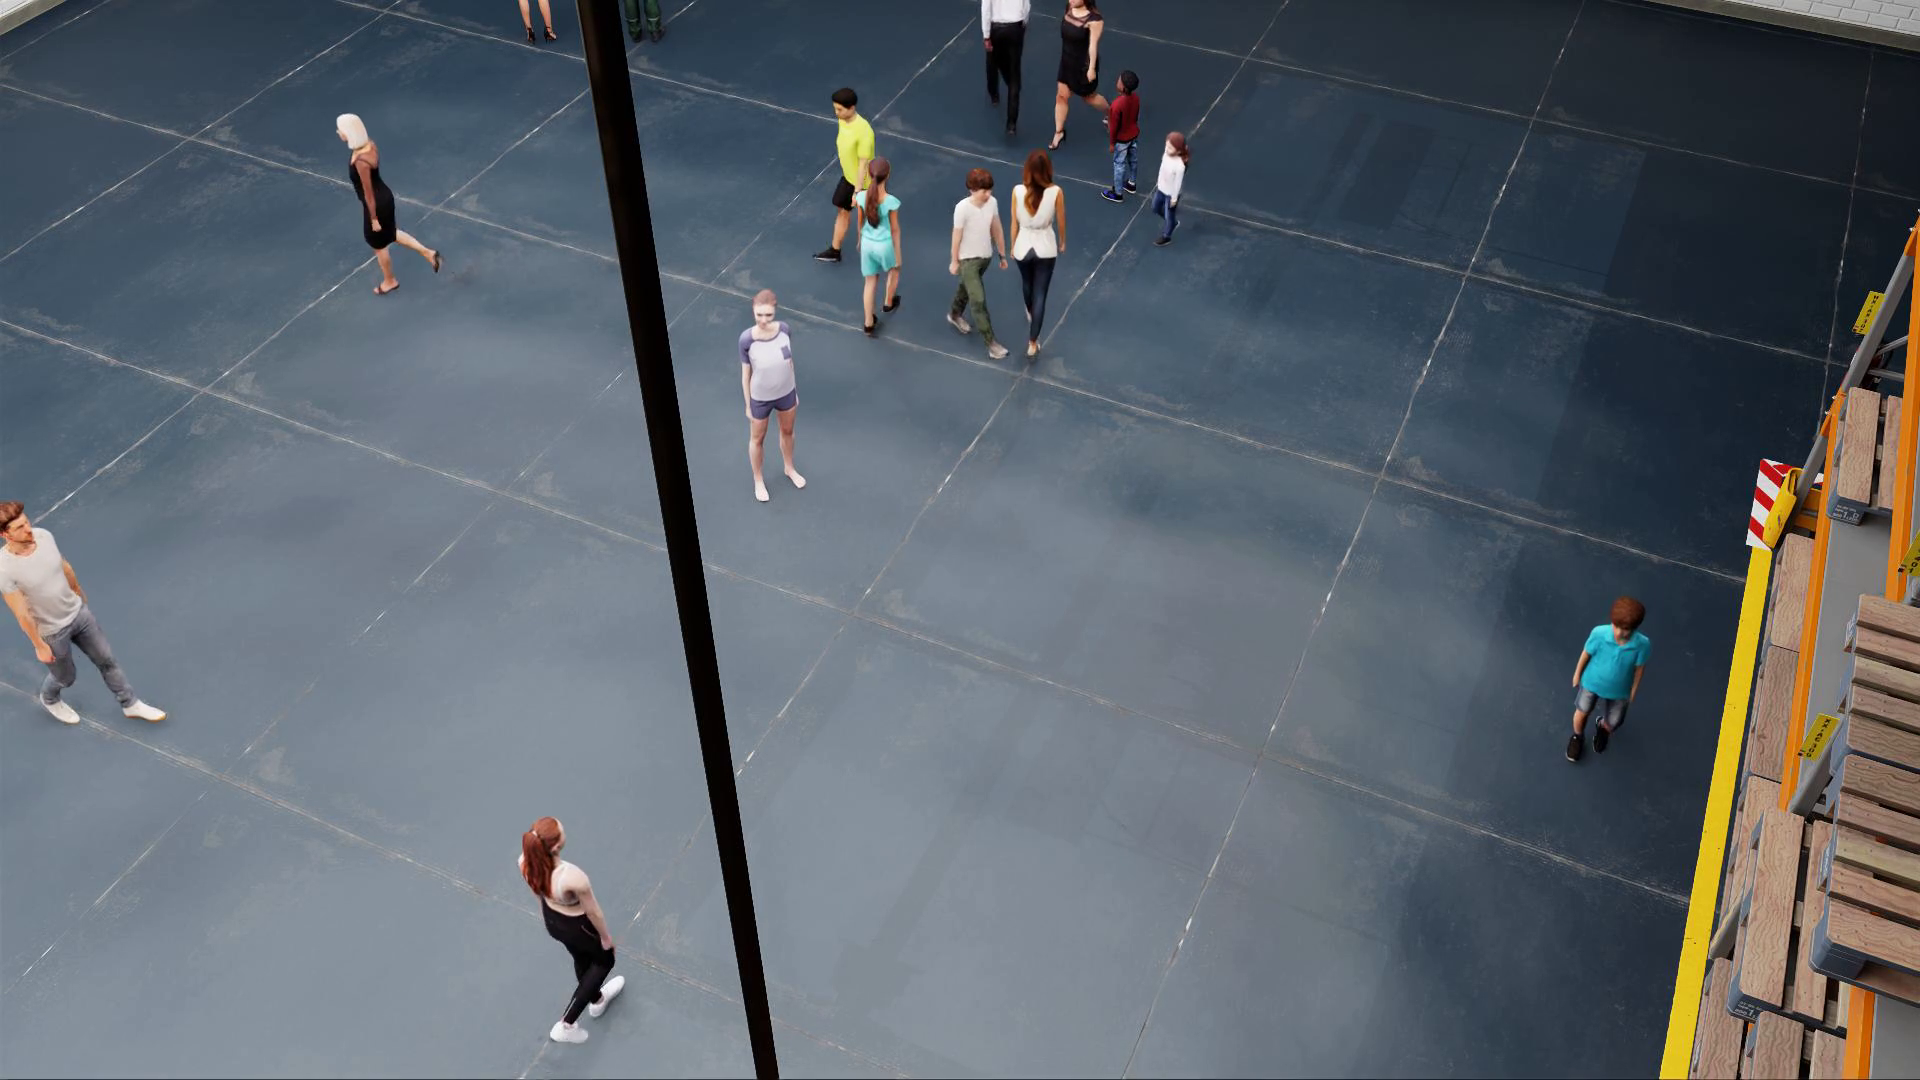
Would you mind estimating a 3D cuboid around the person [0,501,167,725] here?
[{"bbox_3d":[-5.688,0.498,10.365,0.799,1.884,0.977,13,45,13],"label":"person"}]

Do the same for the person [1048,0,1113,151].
[{"bbox_3d":[1.200,-4.515,15.769,1.147,1.689,0.965,-28,50,-26],"label":"person"}]

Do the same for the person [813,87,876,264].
[{"bbox_3d":[-0.799,-3.176,14.391,1.190,1.651,0.965,-31,52,-29],"label":"person"}]

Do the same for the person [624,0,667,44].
[{"bbox_3d":[-3.404,-6.083,17.306,0.775,1.839,0.767,0,44,0],"label":"person"}]

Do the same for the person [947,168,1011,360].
[{"bbox_3d":[0.067,-2.317,13.514,1.119,1.616,0.978,-28,50,-26],"label":"person"}]

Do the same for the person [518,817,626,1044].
[{"bbox_3d":[-2.092,2.106,8.786,0.620,1.733,0.822,21,48,21],"label":"person"}]

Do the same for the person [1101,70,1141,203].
[{"bbox_3d":[1.519,-3.712,15.242,0.613,1.253,0.507,33,53,30],"label":"person"}]

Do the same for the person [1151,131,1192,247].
[{"bbox_3d":[1.899,-3.127,14.732,0.630,1.108,0.571,-19,47,-19],"label":"person"}]

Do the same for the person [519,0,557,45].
[{"bbox_3d":[-4.510,-6.044,17.277,0.674,1.822,0.674,-1,44,-1],"label":"person"}]

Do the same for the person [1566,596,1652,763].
[{"bbox_3d":[4.044,0.833,10.341,0.542,1.432,0.616,17,46,17],"label":"person"}]

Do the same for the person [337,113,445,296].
[{"bbox_3d":[-4.803,-2.809,13.947,0.917,1.732,0.931,-4,44,-4],"label":"person"}]

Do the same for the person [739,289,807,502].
[{"bbox_3d":[-1.375,-1.074,12.102,0.651,1.765,0.733,-20,47,-20],"label":"person"}]

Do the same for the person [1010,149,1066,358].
[{"bbox_3d":[0.608,-2.277,13.372,0.787,1.753,1.081,8,44,8],"label":"person"}]

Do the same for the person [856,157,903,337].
[{"bbox_3d":[-0.677,-2.357,13.624,0.639,1.523,0.814,11,45,12],"label":"person"}]

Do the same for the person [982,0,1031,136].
[{"bbox_3d":[0.462,-4.771,15.970,0.988,1.782,1.330,0,44,-1],"label":"person"}]
